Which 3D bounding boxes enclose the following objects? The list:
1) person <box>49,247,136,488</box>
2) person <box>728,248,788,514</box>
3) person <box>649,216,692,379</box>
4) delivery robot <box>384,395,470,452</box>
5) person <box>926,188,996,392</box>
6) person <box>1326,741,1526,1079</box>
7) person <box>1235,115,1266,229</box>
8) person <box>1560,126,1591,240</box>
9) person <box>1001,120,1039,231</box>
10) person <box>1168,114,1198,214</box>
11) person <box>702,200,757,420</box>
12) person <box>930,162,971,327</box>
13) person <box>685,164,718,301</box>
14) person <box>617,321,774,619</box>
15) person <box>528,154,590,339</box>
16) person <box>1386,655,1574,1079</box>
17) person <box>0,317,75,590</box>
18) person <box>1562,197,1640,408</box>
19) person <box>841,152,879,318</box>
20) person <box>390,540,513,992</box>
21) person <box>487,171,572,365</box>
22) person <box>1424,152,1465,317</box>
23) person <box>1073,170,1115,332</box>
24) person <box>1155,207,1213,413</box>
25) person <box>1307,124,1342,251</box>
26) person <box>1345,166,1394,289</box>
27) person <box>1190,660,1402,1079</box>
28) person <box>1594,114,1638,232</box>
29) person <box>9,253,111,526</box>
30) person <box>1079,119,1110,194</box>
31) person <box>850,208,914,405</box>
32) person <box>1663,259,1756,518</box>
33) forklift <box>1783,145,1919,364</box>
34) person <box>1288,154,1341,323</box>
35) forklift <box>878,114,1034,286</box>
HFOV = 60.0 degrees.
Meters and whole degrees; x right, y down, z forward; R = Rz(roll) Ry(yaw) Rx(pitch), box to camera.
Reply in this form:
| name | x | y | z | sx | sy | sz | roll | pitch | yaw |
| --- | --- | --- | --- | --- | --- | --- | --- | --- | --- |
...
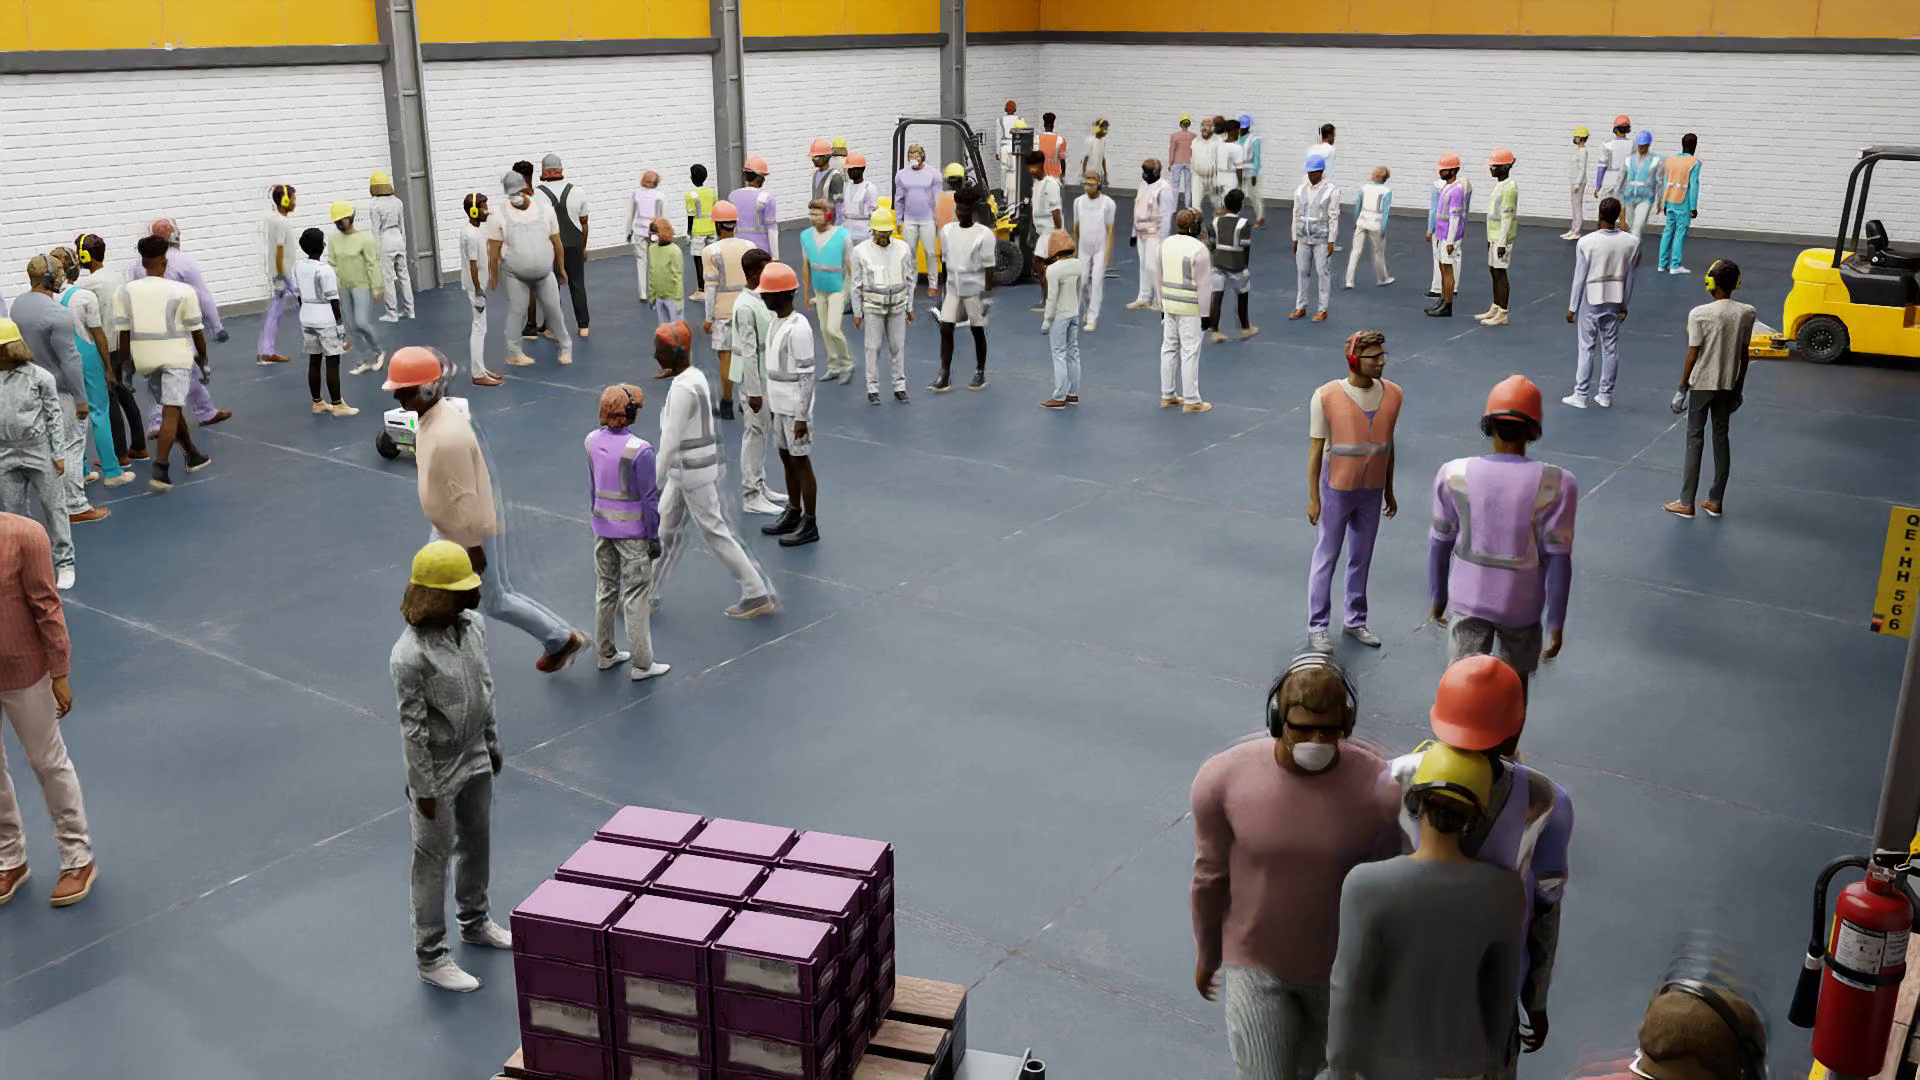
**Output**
| name | x | y | z | sx | sy | sz | roll | pitch | yaw |
| --- | --- | --- | --- | --- | --- | --- | --- | --- | --- |
| person | -6.677 | -1.299 | 12.635 | 0.504 | 1.847 | 0.344 | 2 | 18 | 5 |
| person | -1.477 | -1.153 | 12.060 | 0.380 | 1.918 | 0.596 | 0 | 18 | 1 |
| person | -2.856 | -2.356 | 16.303 | 0.505 | 1.623 | 0.313 | 16 | 24 | 41 |
| delivery robot | -4.369 | -1.006 | 13.654 | 0.477 | 0.478 | 0.707 | 8 | 20 | 25 |
| person | -0.009 | -2.342 | 15.748 | 0.635 | 1.934 | 0.818 | 10 | 20 | 29 |
| person | 1.218 | 1.379 | 4.455 | 0.556 | 1.716 | 0.522 | -2 | 18 | -6 |
| person | 4.724 | -6.069 | 27.498 | 1.027 | 1.886 | 0.650 | -17 | 24 | -42 |
| person | 9.782 | -5.657 | 26.394 | 0.315 | 1.770 | 0.524 | 4 | 18 | 13 |
| person | 0.914 | -5.463 | 25.548 | 0.589 | 1.919 | 0.391 | -3 | 18 | -10 |
| person | 3.990 | -6.727 | 29.768 | 0.531 | 1.755 | 0.339 | -3 | 18 | -8 |
| person | -2.047 | -2.039 | 14.799 | 0.544 | 1.939 | 0.353 | -14 | 22 | -37 |
| person | -0.061 | -3.314 | 18.866 | 0.727 | 1.890 | 0.612 | -14 | 23 | -38 |
| person | -3.242 | -3.849 | 20.853 | 0.318 | 1.697 | 0.535 | 11 | 21 | 31 |
| person | -1.616 | -0.392 | 9.834 | 1.026 | 1.829 | 0.573 | -3 | 18 | -10 |
| person | -4.470 | -3.268 | 18.478 | 0.678 | 2.000 | 0.536 | -8 | 19 | -24 |
| person | 1.367 | 1.216 | 4.625 | 0.551 | 1.932 | 0.377 | 5 | 18 | 16 |
| person | -5.841 | -0.526 | 10.382 | 0.487 | 1.744 | 0.314 | -2 | 18 | -7 |
| person | 5.855 | -2.159 | 15.208 | 0.589 | 1.920 | 0.392 | -3 | 18 | -8 |
| person | -1.215 | -3.619 | 19.743 | 0.552 | 1.937 | 0.356 | 16 | 23 | 40 |
| person | -1.866 | 0.826 | 6.174 | 0.342 | 1.734 | 0.490 | 6 | 19 | 19 |
| person | -4.407 | -2.789 | 16.981 | 0.759 | 2.000 | 0.552 | -8 | 20 | -24 |
| person | 5.768 | -3.622 | 19.774 | 0.388 | 1.929 | 0.544 | 1 | 18 | 3 |
| person | 1.515 | -3.282 | 18.879 | 0.506 | 1.826 | 0.475 | 7 | 19 | 21 |
| person | 2.051 | -2.083 | 15.094 | 0.430 | 1.845 | 0.619 | -13 | 22 | -34 |
| person | 5.540 | -5.299 | 25.055 | 0.693 | 1.895 | 0.631 | -7 | 19 | -22 |
| person | 5.370 | -4.090 | 21.777 | 0.866 | 1.586 | 0.587 | -16 | 24 | -42 |
| person | 0.968 | 1.181 | 4.813 | 0.641 | 1.891 | 1.050 | 1 | 18 | 5 |
| person | 9.798 | -5.304 | 24.844 | 0.605 | 2.044 | 0.381 | 3 | 18 | 8 |
| person | -6.360 | -1.049 | 11.728 | 0.635 | 1.928 | 0.382 | 11 | 21 | 31 |
| person | 2.248 | -5.924 | 27.132 | 0.724 | 1.829 | 0.551 | 10 | 20 | 27 |
| person | -0.707 | -2.152 | 15.351 | 0.603 | 1.820 | 0.403 | -7 | 19 | -20 |
| person | 5.366 | -1.077 | 11.915 | 0.518 | 1.865 | 0.328 | -2 | 18 | -7 |
| forklift | 9.803 | -2.879 | 17.013 | 2.313 | 2.155 | 1.214 | 12 | 21 | 33 |
| person | 4.132 | -3.524 | 19.452 | 0.598 | 1.940 | 0.407 | 16 | 23 | 40 |
| forklift | -0.171 | -4.594 | 22.377 | 2.313 | 2.155 | 1.214 | 1 | 18 | 3 |
